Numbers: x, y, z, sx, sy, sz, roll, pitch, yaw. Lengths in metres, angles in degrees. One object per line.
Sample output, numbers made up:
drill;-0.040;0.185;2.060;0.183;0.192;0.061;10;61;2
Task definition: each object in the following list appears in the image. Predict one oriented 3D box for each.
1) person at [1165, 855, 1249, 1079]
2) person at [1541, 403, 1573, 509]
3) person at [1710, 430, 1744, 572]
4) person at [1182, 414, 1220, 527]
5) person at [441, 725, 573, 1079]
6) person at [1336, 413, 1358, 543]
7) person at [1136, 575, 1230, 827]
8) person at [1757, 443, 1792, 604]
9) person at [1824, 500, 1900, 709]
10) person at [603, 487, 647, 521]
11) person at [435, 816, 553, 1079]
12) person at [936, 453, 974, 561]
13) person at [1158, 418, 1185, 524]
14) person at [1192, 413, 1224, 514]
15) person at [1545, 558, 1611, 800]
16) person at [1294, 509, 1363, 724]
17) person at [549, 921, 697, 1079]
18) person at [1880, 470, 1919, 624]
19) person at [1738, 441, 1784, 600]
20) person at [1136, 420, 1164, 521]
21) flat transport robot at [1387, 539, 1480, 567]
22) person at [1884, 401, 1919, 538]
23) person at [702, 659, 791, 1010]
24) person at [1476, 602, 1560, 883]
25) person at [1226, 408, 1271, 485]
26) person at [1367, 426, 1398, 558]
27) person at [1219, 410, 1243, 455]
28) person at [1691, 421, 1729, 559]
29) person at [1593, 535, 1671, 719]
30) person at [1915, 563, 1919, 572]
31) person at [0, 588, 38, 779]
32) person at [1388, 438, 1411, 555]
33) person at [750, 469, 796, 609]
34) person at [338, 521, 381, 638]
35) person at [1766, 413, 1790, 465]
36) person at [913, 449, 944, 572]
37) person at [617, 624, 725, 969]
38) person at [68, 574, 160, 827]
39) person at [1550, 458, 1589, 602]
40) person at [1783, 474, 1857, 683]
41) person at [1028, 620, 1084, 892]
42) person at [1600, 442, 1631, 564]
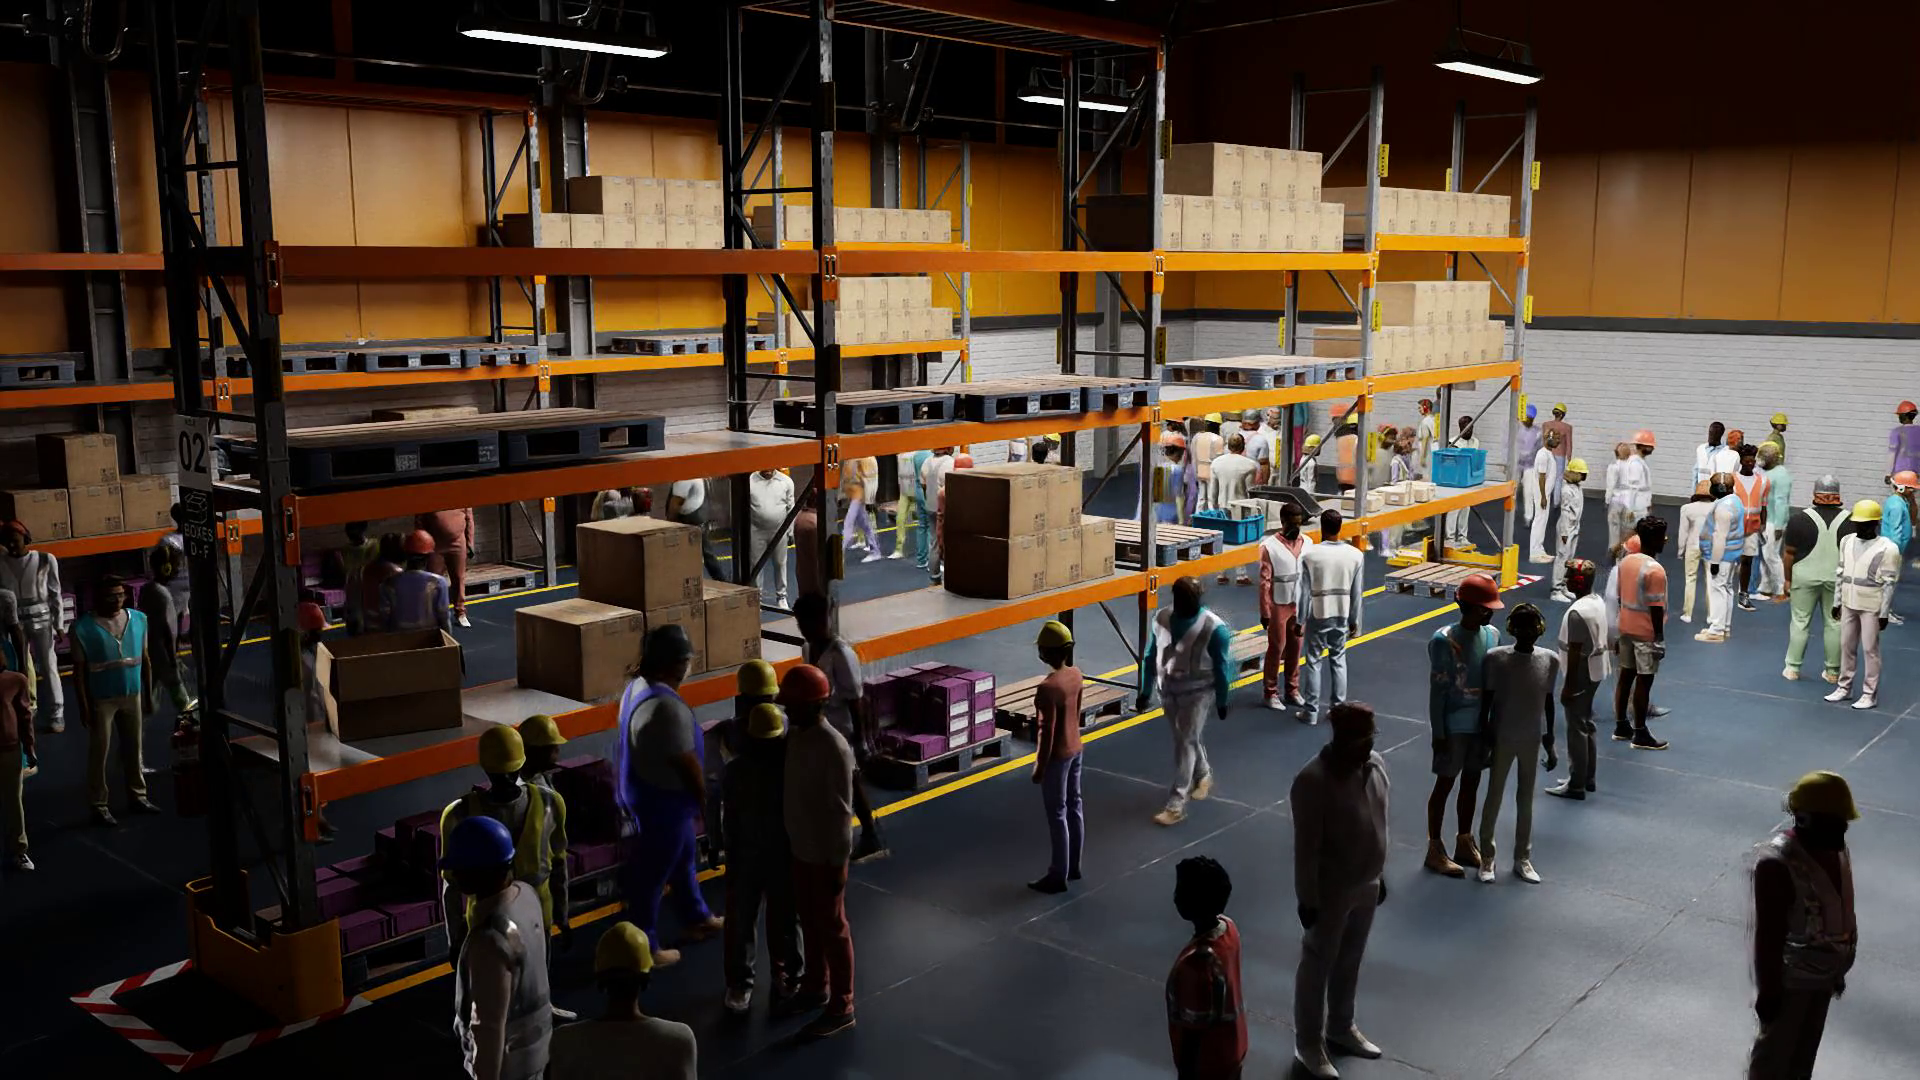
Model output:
person;0.998;2.105;6.773;0.321;1.689;0.529;4;10;25
person;9.824;-1.387;27.424;0.534;1.757;0.337;7;12;37
person;10.109;-0.516;21.876;0.343;1.877;0.575;-5;11;-29
person;3.689;-1.193;25.450;0.613;2.033;0.410;6;11;30
person;-2.124;1.803;7.858;0.594;1.925;0.377;-5;11;-27
person;5.652;-0.869;23.906;0.435;1.897;0.623;-6;11;-34
person;1.692;1.130;12.273;0.622;1.806;0.927;9;13;42
person;9.696;-0.201;19.864;0.402;1.934;0.642;1;10;6
person;8.229;0.582;15.184;0.388;1.920;0.588;-4;10;-20
person;-3.519;0.193;17.664;0.519;1.865;0.327;1;10;5
person;-1.812;2.018;6.568;0.413;1.937;0.606;0;10;0
person;0.044;0.032;18.268;0.614;1.987;0.408;0;10;-1
person;3.085;-0.954;24.336;0.388;1.926;0.549;0;10;3
person;3.625;-0.908;24.079;0.382;1.917;0.585;-7;12;-37
person;4.726;1.052;12.629;0.389;1.837;0.560;6;11;31
person;3.244;0.680;14.637;0.598;1.907;0.408;-2;10;-13
person;-1.182;2.216;5.908;0.519;1.755;0.361;-1;10;-7
person;10.550;0.077;18.724;0.349;1.740;0.575;5;11;26
person;9.646;-0.231;20.037;0.404;1.919;0.586;2;10;12
person;2.901;-0.970;24.808;0.548;1.784;0.983;6;11;34
flat transport robot;6.405;0.183;22.467;0.652;0.197;1.431;9;13;41
person;13.864;-1.026;24.461;0.603;2.032;0.412;-3;10;-16
person;-1.103;1.592;9.106;0.592;1.930;0.356;-3;10;-20
person;3.654;1.322;10.897;0.520;1.873;0.325;0;10;3
person;4.111;-0.854;23.385;0.537;2.000;0.683;-9;13;-42
person;5.853;-0.698;23.159;0.553;1.814;0.959;-2;10;-11
person;4.497;-1.368;27.382;0.490;1.730;0.324;4;10;24
person;10.187;-0.649;22.518;0.392;1.922;0.592;-6;11;-30
person;5.864;0.775;14.713;0.867;1.687;0.630;1;10;3
person;12.399;-0.266;20.959;0.369;1.681;0.533;3;10;17
person;-7.561;0.986;12.981;0.507;1.847;0.343;-2;10;-9
person;6.092;-0.611;23.160;0.313;1.632;0.525;4;10;25
person;-2.226;-0.100;19.305;0.641;1.902;0.399;-2;10;-10
person;-5.790;0.522;16.286;0.529;1.664;0.776;2;10;10
person;12.469;-1.061;25.441;0.323;1.767;0.533;9;13;43
person;-0.361;-0.530;21.886;0.399;1.900;0.647;-5;11;-30
person;-1.596;1.452;9.618;0.856;2.000;0.688;-4;10;-24
person;-6.152;1.144;12.079;0.392;1.836;0.561;6;11;34
person;7.330;-0.122;19.942;0.350;1.734;0.488;8;12;38
person;8.338;0.360;16.136;0.681;2.000;0.535;3;10;19
person;0.621;1.393;10.787;0.321;1.769;0.523;6;11;30
person;8.899;-0.497;22.450;0.525;1.639;0.307;-5;11;-26
